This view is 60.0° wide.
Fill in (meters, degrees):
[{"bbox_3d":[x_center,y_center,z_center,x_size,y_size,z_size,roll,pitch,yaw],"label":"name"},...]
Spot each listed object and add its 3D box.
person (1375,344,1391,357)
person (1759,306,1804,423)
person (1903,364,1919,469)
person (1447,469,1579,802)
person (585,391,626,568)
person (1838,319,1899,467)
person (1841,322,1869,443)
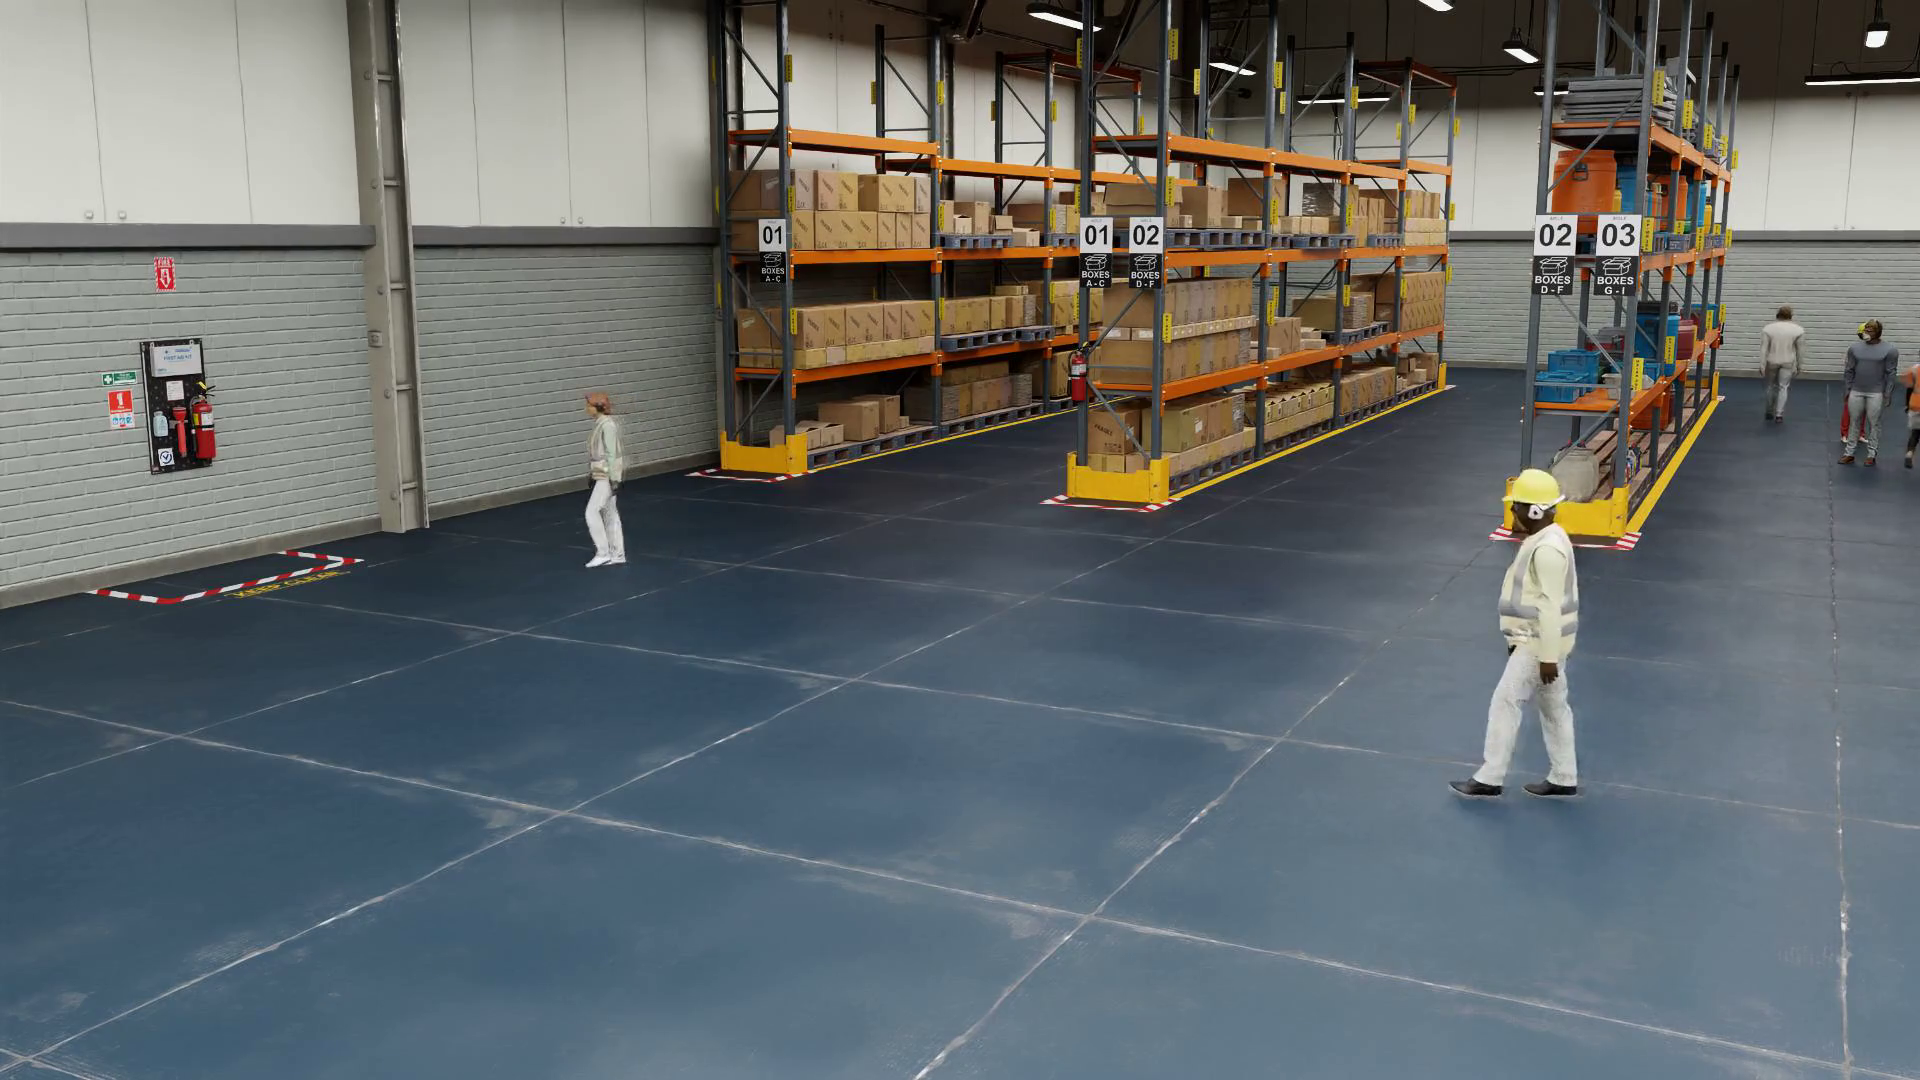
[{"bbox_3d":[8.715,-4.248,34.325,0.821,2.001,0.710,1,10,6],"label":"person"},{"bbox_3d":[13.417,-2.869,27.186,0.650,1.882,1.039,5,11,24],"label":"person"},{"bbox_3d":[12.390,-1.696,21.295,0.380,1.680,0.557,-10,14,-42],"label":"person"},{"bbox_3d":[2.986,0.521,8.898,0.791,1.798,0.622,4,11,19],"label":"person"},{"bbox_3d":[-3.312,-0.543,15.185,0.541,1.619,0.551,-4,11,-23],"label":"person"},{"bbox_3d":[11.983,-1.938,21.946,0.377,1.936,0.628,-9,14,-40],"label":"person"},{"bbox_3d":[13.182,-2.292,24.330,0.529,1.772,0.304,-1,10,-7],"label":"person"}]
